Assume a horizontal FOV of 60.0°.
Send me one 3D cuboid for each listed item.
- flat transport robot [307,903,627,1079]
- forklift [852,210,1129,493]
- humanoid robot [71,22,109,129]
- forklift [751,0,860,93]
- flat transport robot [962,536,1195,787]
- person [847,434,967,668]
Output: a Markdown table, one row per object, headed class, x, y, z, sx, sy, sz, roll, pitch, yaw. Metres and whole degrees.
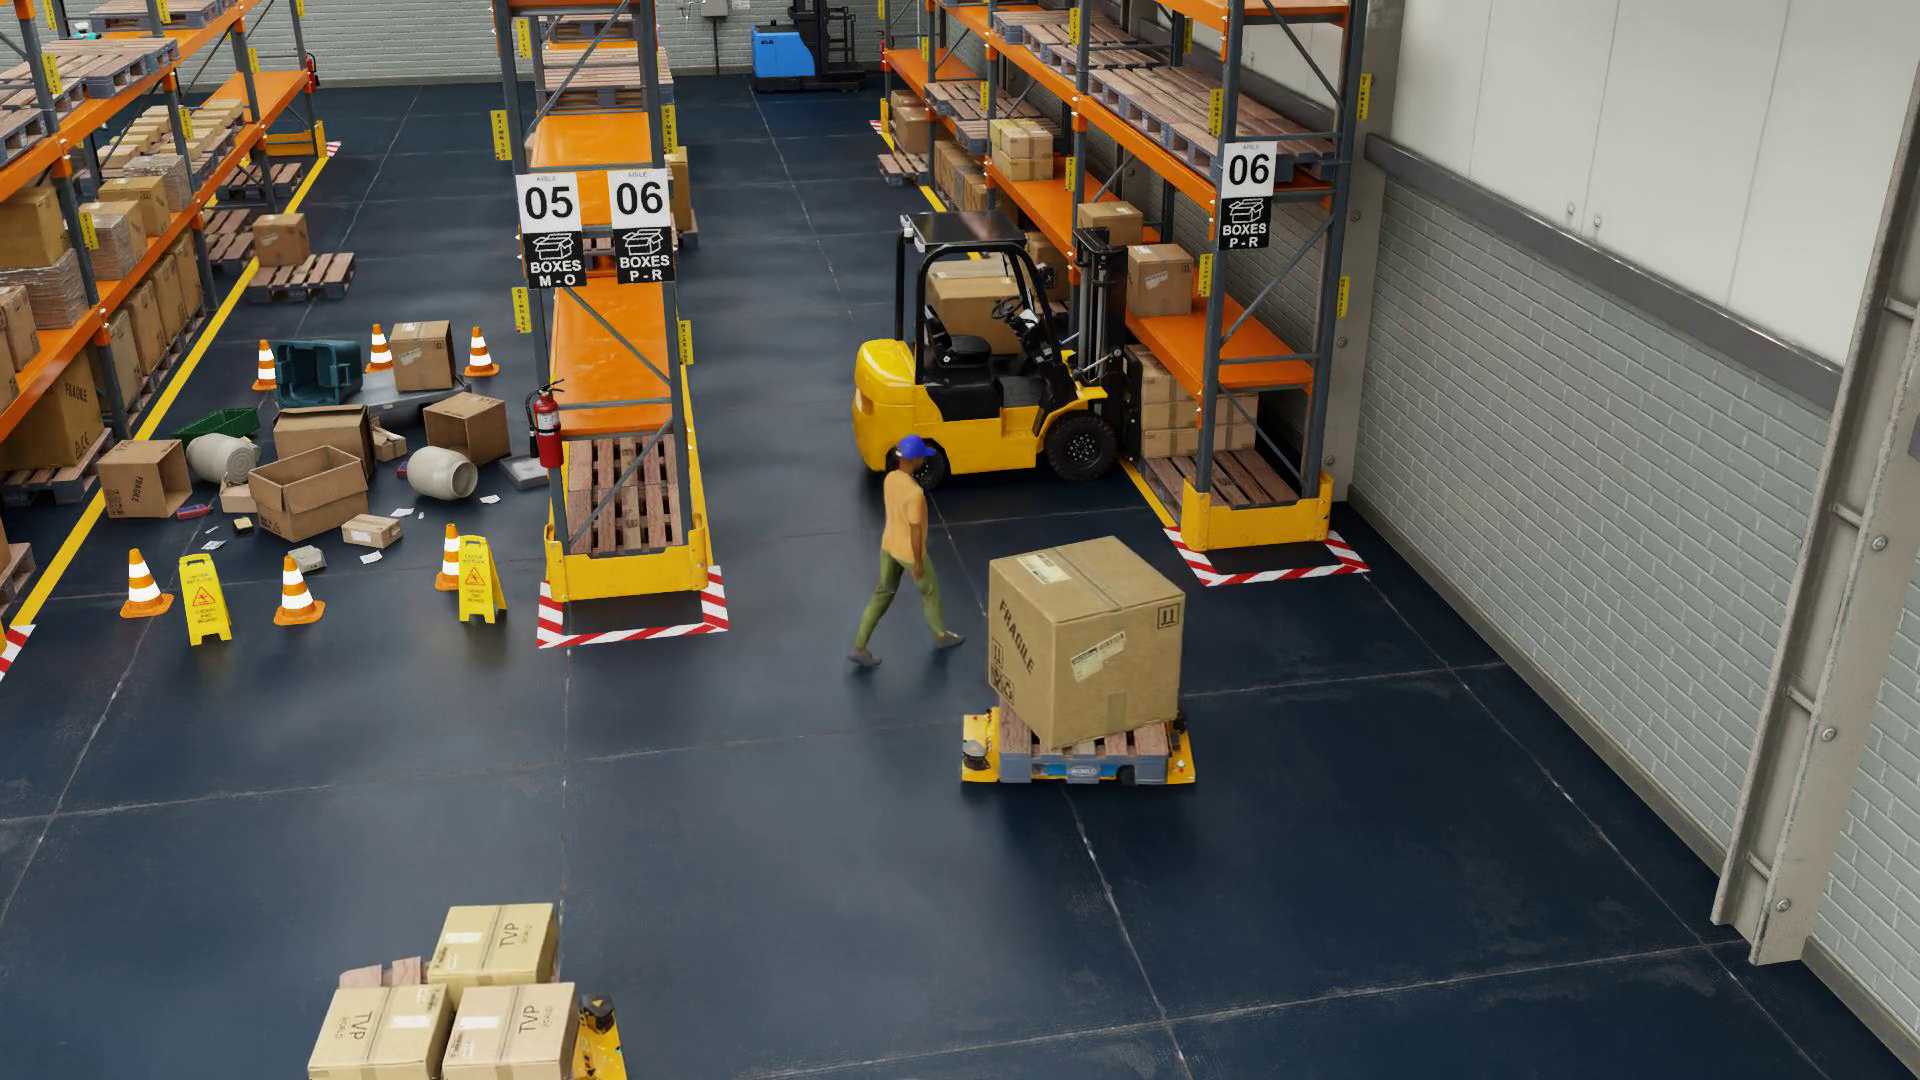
| class | x | y | z | sx | sy | sz | roll | pitch | yaw |
| --- | --- | --- | --- | --- | --- | --- | --- | --- | --- |
| flat transport robot | -2.318 | 2.544 | 7.830 | 1.431 | 0.231 | 0.659 | -8 | 27 | -16 |
| forklift | 0.216 | -1.659 | 14.366 | 2.313 | 2.155 | 1.214 | -5 | 26 | -10 |
| humanoid robot | -14.266 | -7.534 | 27.258 | 0.717 | 1.903 | 0.541 | 23 | 34 | 39 |
| forklift | -2.872 | -9.679 | 30.288 | 1.873 | 2.768 | 1.129 | -5 | 26 | -10 |
| flat transport robot | 0.734 | 1.277 | 10.469 | 1.431 | 0.231 | 0.659 | 1 | 26 | 1 |
| person | -0.396 | 0.075 | 11.352 | 0.915 | 1.663 | 0.458 | -18 | 31 | -33 |
